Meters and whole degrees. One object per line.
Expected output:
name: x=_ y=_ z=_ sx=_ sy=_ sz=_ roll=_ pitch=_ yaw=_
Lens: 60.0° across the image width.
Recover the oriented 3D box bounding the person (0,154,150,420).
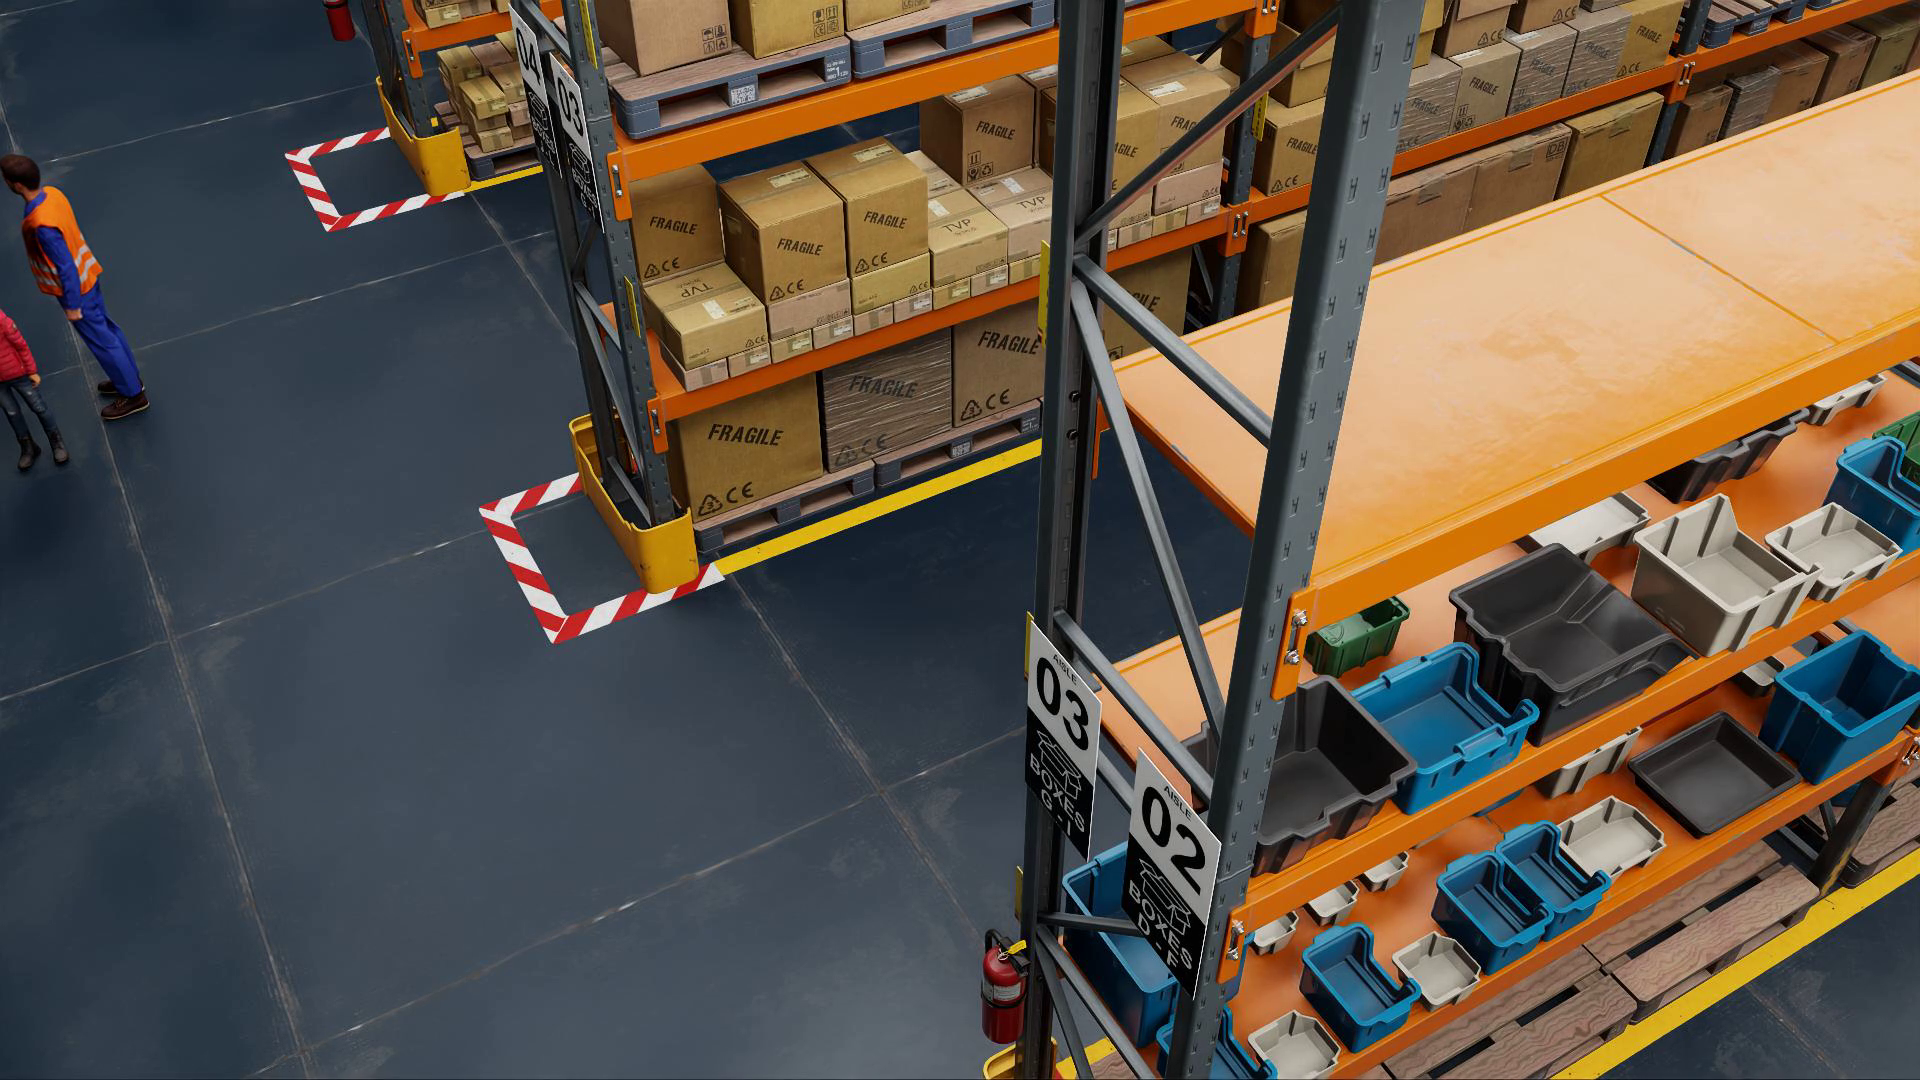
person: x=-5.565 y=-1.600 z=10.461 sx=0.638 sy=1.862 sz=0.720 roll=-16 pitch=45 yaw=-16

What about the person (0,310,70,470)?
person: x=-5.868 y=-1.024 z=10.243 sx=0.498 sy=1.317 sz=0.625 roll=-11 pitch=44 yaw=-11
